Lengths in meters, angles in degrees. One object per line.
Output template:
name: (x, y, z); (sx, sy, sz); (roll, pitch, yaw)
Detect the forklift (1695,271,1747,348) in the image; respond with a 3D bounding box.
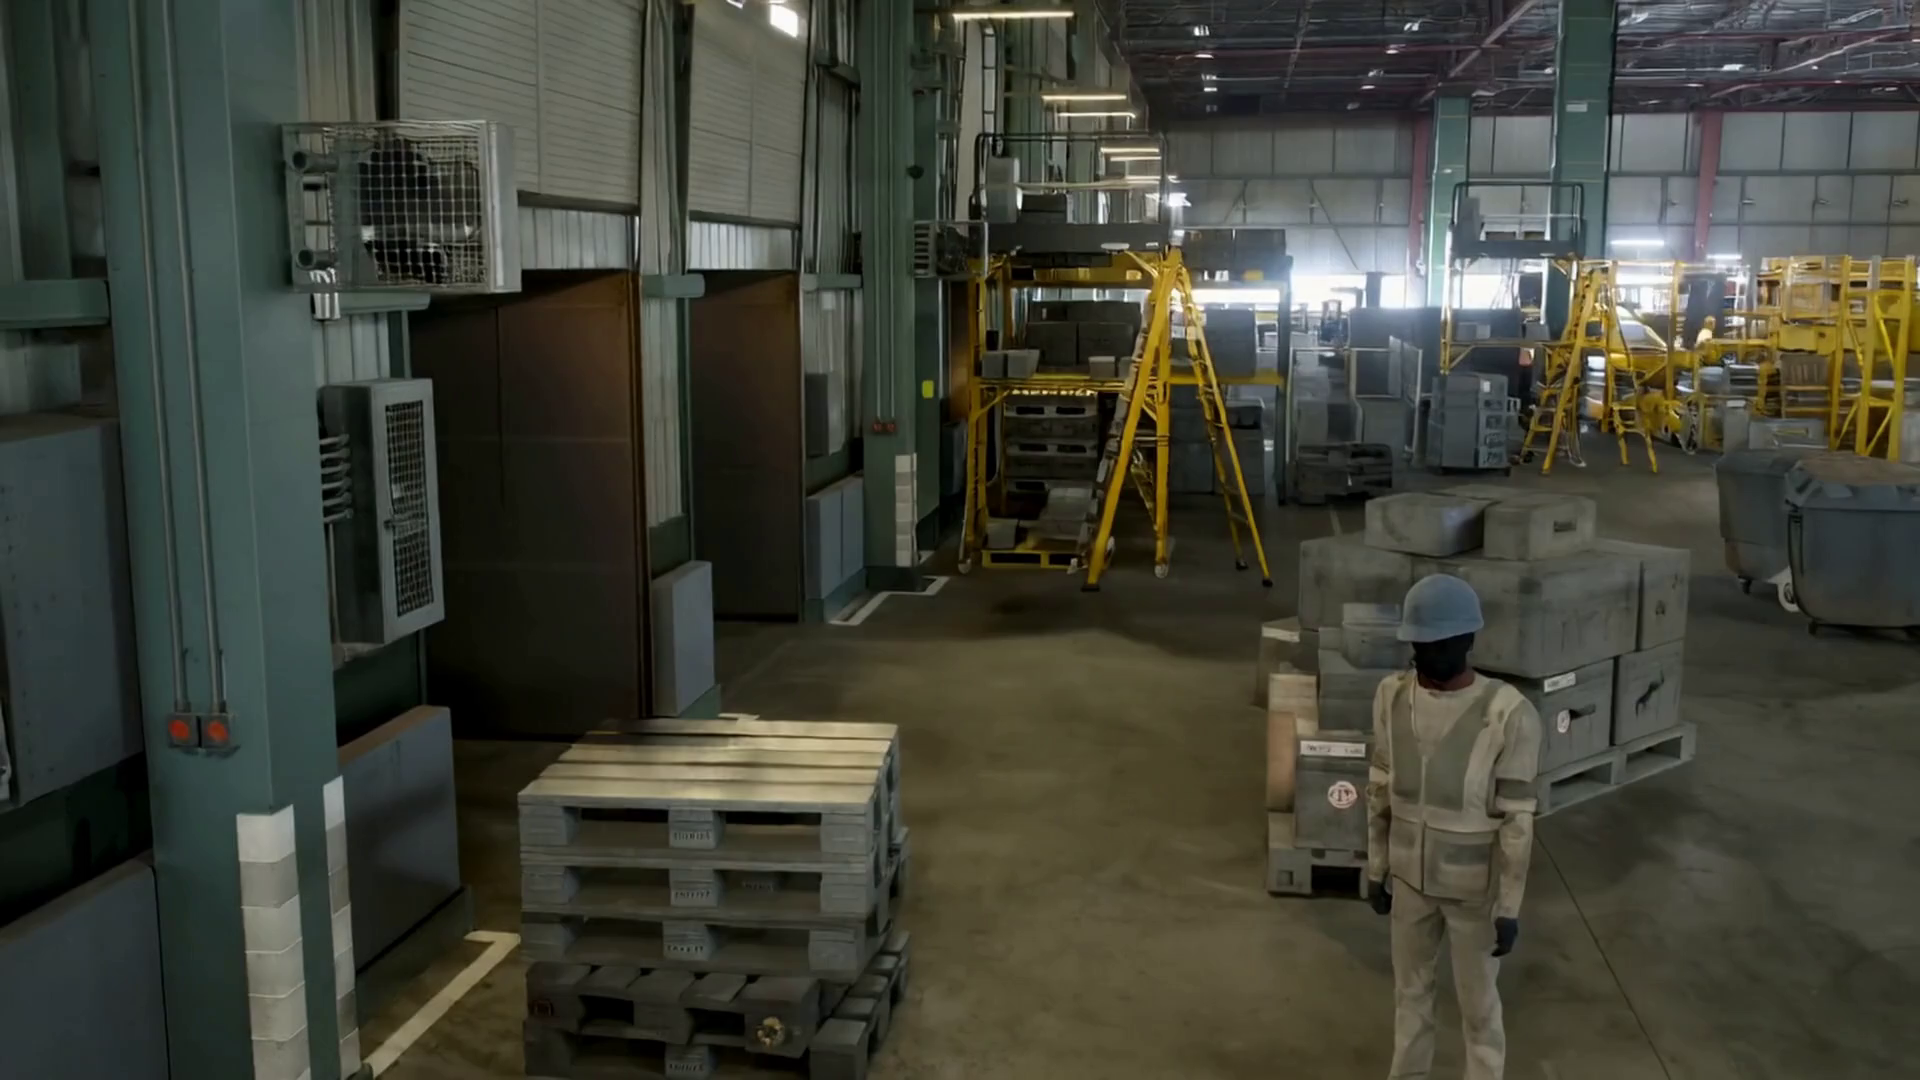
forklift: (21.407, -6.275, 47.469); (1.873, 2.768, 1.129); (-3, 10, -17)

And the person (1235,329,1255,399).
person: (6.016, -3.646, 35.121); (0.527, 1.622, 0.653); (6, 11, 33)

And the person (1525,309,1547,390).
person: (13.810, -4.544, 39.721); (0.521, 1.922, 0.647); (-6, 11, -31)

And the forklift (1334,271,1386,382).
forklift: (10.436, -5.400, 42.069); (1.873, 2.768, 1.129); (1, 9, 9)

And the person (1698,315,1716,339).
person: (15.717, -3.808, 35.232); (0.749, 1.917, 0.635); (6, 11, 35)

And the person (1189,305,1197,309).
person: (6.186, -5.302, 44.411); (0.395, 1.927, 0.546); (6, 11, 34)

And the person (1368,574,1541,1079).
person: (1.517, 1.051, 5.246); (0.394, 1.921, 0.584); (-8, 12, -41)

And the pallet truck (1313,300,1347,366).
pallet truck: (11.159, -6.200, 49.718); (0.823, 1.965, 1.885); (4, 10, 26)
